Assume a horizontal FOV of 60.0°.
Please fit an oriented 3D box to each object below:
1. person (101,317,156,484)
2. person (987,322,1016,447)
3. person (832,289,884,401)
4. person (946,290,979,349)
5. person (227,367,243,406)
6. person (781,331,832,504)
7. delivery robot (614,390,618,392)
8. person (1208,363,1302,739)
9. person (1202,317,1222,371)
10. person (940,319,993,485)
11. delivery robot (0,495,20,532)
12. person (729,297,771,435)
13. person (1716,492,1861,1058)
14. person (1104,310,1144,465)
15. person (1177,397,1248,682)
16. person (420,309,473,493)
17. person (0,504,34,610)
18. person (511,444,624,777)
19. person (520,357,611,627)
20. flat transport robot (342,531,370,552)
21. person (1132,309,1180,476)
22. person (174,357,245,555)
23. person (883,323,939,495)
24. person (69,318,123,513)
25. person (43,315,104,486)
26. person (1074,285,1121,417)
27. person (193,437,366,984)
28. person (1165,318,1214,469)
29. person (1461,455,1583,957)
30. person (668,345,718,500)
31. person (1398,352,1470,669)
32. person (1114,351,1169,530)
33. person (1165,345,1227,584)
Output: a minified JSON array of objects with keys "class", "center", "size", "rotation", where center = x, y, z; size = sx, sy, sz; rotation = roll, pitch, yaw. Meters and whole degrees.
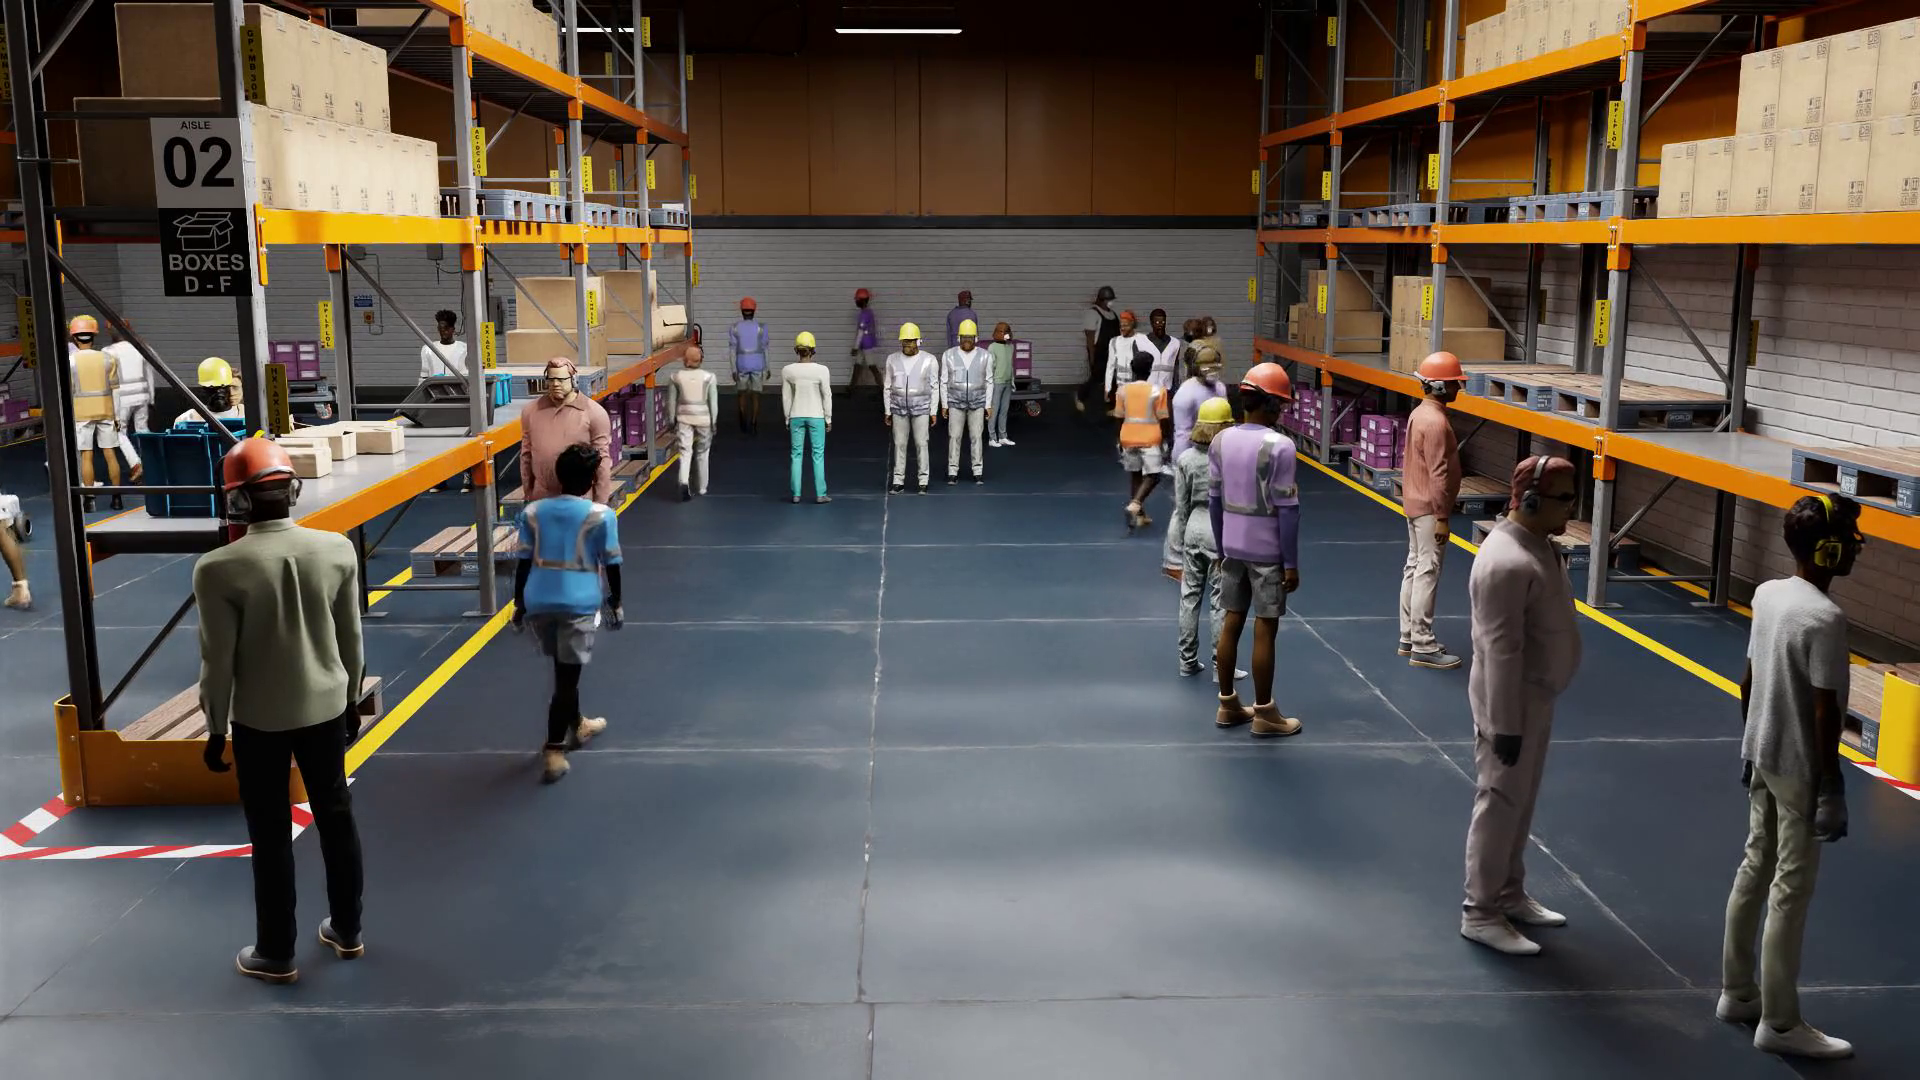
[{"class":"person","center":[-9.145,-1.521,18.335],"size":[0.413,1.857,0.635],"rotation":[8,13,38]},{"class":"person","center":[0.551,-2.045,21.870],"size":[0.266,1.632,0.509],"rotation":[9,13,40]},{"class":"person","center":[-1.672,-3.270,27.974],"size":[0.971,1.884,0.571],"rotation":[0,10,0]},{"class":"person","center":[0.087,-3.010,26.486],"size":[0.405,1.911,0.636],"rotation":[-9,14,-43]},{"class":"person","center":[-4.944,-0.266,11.370],"size":[0.564,1.847,0.396],"rotation":[-7,12,-34]},{"class":"person","center":[-1.561,-1.243,17.029],"size":[0.524,1.772,0.301],"rotation":[2,10,9]},{"class":"delivery robot","center":[-5.070,-2.121,25.041],"size":[0.707,0.478,0.477],"rotation":[-3,11,-17]},{"class":"person","center":[1.622,0.057,9.049],"size":[0.384,2.035,0.605],"rotation":[-8,13,-36]},{"class":"person","center":[3.519,-2.360,23.693],"size":[0.510,1.613,0.702],"rotation":[-1,10,-5]},{"class":"person","center":[0.072,-1.515,18.359],"size":[0.590,1.836,0.404],"rotation":[0,10,-2]},{"class":"delivery robot","center":[-8.542,-0.244,14.583],"size":[0.477,0.478,0.707],"rotation":[-2,10,-10]},{"class":"person","center":[-2.911,-2.412,23.121],"size":[0.563,1.919,0.433],"rotation":[-1,10,-4]},{"class":"person","center":[2.786,0.767,5.547],"size":[0.334,1.873,0.521],"rotation":[0,10,-2]},{"class":"person","center":[2.000,-1.823,20.006],"size":[0.615,1.853,0.819],"rotation":[7,13,36]},{"class":"person","center":[1.547,-0.002,10.185],"size":[0.486,1.745,0.295],"rotation":[9,14,42]},{"class":"person","center":[-5.463,-1.482,17.807],"size":[0.608,1.966,0.365],"rotation":[0,10,-3]},{"class":"person","center":[-7.229,-0.441,12.052],"size":[1.024,1.965,0.773],"rotation":[3,11,15]},{"class":"person","center":[-1.989,0.336,8.526],"size":[0.559,1.643,0.836],"rotation":[3,11,15]},{"class":"person","center":[-2.739,-0.316,11.523],"size":[0.635,1.899,0.402],"rotation":[2,10,9]},{"class":"flat transport robot","center":[-5.824,-0.001,14.281],"size":[1.431,0.197,0.652],"rotation":[6,12,29]},{"class":"person","center":[2.256,-1.702,19.169],"size":[0.591,1.920,0.393],"rotation":[-3,11,-17]},{"class":"person","center":[-4.930,-0.268,11.197],"size":[0.587,1.920,0.383],"rotation":[-6,12,-30]},{"class":"person","center":[-0.525,-1.385,17.642],"size":[0.601,1.831,0.404],"rotation":[2,10,11]},{"class":"person","center":[-8.626,-1.230,16.516],"size":[0.543,1.928,0.371],"rotation":[-9,14,-42]},{"class":"person","center":[-9.540,-1.473,17.958],"size":[0.638,1.889,0.604],"rotation":[5,11,25]},{"class":"person","center":[2.170,-2.920,25.612],"size":[0.694,2.000,0.741],"rotation":[-9,14,-41]},{"class":"person","center":[-2.463,0.617,6.060],"size":[0.388,1.987,0.608],"rotation":[9,13,40]},{"class":"person","center":[2.872,-1.691,19.482],"size":[0.902,1.798,0.666],"rotation":[6,12,29]},{"class":"person","center":[2.142,0.617,6.322],"size":[0.399,1.897,0.647],"rotation":[6,12,29]},{"class":"person","center":[-2.793,-1.228,17.381],"size":[0.522,1.616,0.740],"rotation":[-1,10,-3]},{"class":"person","center":[2.994,-0.194,10.554],"size":[0.377,1.995,0.612],"rotation":[0,10,2]},{"class":"person","center":[1.657,-0.909,15.381],"size":[0.541,1.680,0.628],"rotation":[6,12,32]},{"class":"person","center":[1.816,-0.574,12.935],"size":[0.647,1.896,0.570],"rotation":[-10,14,-43]}]
